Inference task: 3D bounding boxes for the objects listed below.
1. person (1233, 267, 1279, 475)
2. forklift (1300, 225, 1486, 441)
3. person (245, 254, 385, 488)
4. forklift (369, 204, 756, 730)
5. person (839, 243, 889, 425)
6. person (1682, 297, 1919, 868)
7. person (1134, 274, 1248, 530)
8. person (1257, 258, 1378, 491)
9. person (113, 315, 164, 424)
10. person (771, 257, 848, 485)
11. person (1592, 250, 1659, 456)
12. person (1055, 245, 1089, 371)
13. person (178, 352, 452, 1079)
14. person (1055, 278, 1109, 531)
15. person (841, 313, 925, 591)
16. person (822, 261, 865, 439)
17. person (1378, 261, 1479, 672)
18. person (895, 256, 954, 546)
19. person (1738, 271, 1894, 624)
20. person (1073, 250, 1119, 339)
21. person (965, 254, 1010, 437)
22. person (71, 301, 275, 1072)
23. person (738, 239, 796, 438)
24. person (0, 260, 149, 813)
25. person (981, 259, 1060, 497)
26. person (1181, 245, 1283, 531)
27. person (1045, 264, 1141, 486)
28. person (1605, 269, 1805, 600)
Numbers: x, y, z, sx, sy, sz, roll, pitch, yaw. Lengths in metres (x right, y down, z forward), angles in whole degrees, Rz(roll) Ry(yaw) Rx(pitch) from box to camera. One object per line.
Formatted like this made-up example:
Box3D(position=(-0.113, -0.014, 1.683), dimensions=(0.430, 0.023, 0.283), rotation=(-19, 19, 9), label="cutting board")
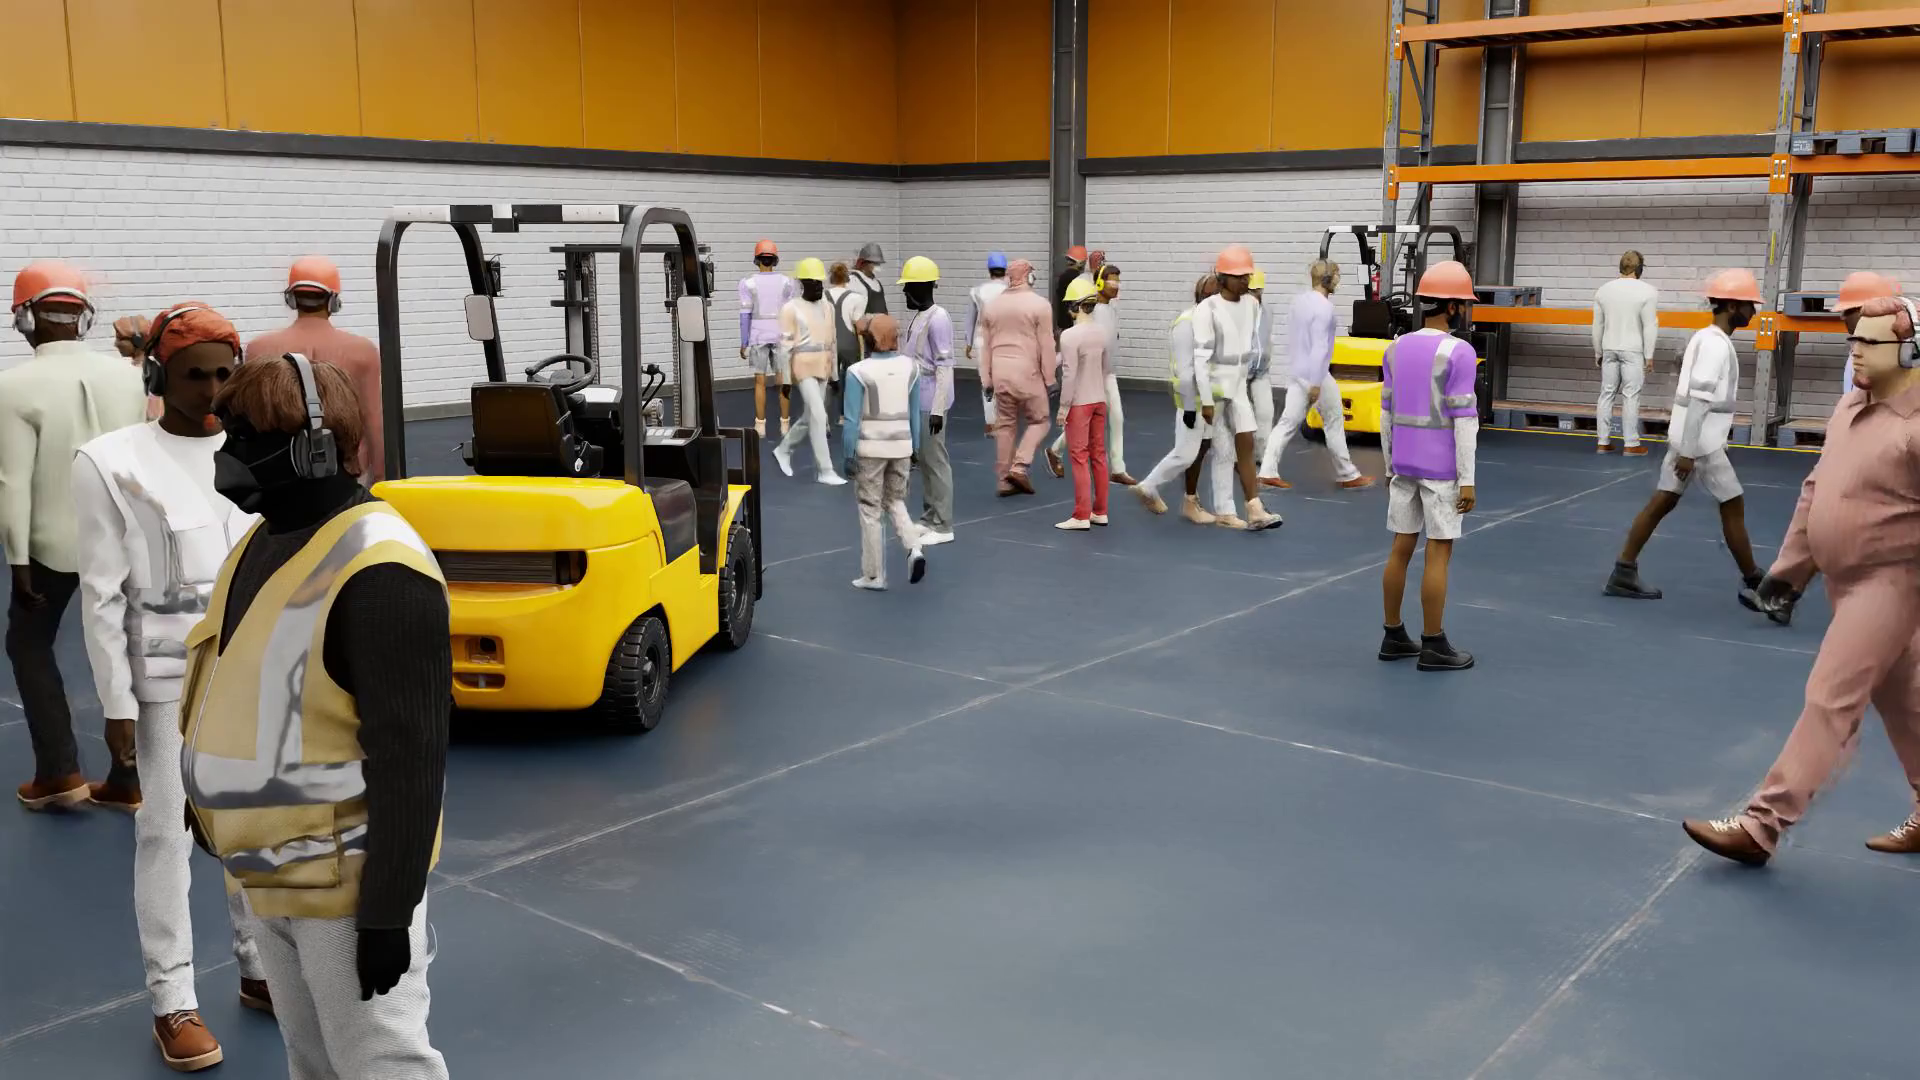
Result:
Box3D(position=(2.505, -1.440, 14.329), dimensions=(0.612, 1.802, 0.634), rotation=(-4, 11, -23), label="person")
Box3D(position=(4.449, -2.115, 16.993), dimensions=(1.214, 2.155, 2.313), rotation=(8, 13, 38), label="forklift")
Box3D(position=(-2.980, -0.336, 7.747), dimensions=(0.628, 1.972, 0.678), rotation=(-3, 11, -15), label="person")
Box3D(position=(-1.766, -0.406, 7.525), dimensions=(1.214, 2.155, 2.313), rotation=(1, 10, 7), label="forklift")
Box3D(position=(-0.966, -2.242, 18.121), dimensions=(0.905, 2.000, 0.702), rotation=(4, 11, 19), label="person")
Box3D(position=(2.892, 0.152, 5.382), dimensions=(1.003, 1.854, 0.646), rotation=(1, 10, 5), label="person")
Box3D(position=(1.652, -0.983, 11.831), dimensions=(0.813, 1.811, 0.644), rotation=(10, 14, 42), label="person")
Box3D(position=(2.867, -1.313, 13.423), dimensions=(0.987, 1.893, 0.645), rotation=(-2, 10, -10), label="person")
Box3D(position=(-4.523, -0.479, 9.514), dimensions=(0.688, 1.614, 0.534), rotation=(-6, 12, -31), label="person")
Box3D(position=(-1.299, -1.428, 14.025), dimensions=(0.886, 1.900, 0.594), rotation=(8, 13, 38), label="person")
Box3D(position=(6.290, -1.765, 15.762), dimensions=(0.376, 1.940, 0.629), rotation=(-8, 13, -38), label="person")
Box3D(position=(1.382, -2.762, 21.189), dimensions=(0.780, 1.972, 0.645), rotation=(-4, 11, -22), label="person")
Box3D(position=(-1.148, 0.588, 2.993), dimensions=(0.429, 1.845, 0.621), rotation=(-9, 14, -42), label="person")
Box3D(position=(0.849, -0.949, 11.721), dimensions=(0.328, 1.767, 0.532), rotation=(8, 13, 38), label="person")
Box3D(position=(-0.435, -0.494, 9.584), dimensions=(0.527, 1.622, 0.420), rotation=(-7, 13, -35), label="person")
Box3D(position=(-1.226, -1.900, 16.846), dimensions=(0.533, 1.825, 0.606), rotation=(2, 10, 13), label="person")
Box3D(position=(2.254, -0.350, 7.924), dimensions=(0.375, 1.935, 0.551), rotation=(-6, 12, -30), label="person")
Box3D(position=(-0.236, -0.926, 11.143), dimensions=(0.384, 1.924, 0.593), rotation=(-3, 11, -16), label="person")
Box3D(position=(4.665, -0.443, 8.622), dimensions=(1.029, 1.865, 0.539), rotation=(0, 10, -1), label="person")
Box3D(position=(1.718, -2.661, 20.811), dimensions=(0.639, 1.911, 0.406), rotation=(7, 12, 33), label="person")
Box3D(position=(0.367, -2.045, 17.482), dimensions=(0.622, 1.880, 1.034), rotation=(0, 10, 2), label="person")
Box3D(position=(-1.879, 0.352, 4.174), dimensions=(0.355, 1.887, 0.574), rotation=(7, 13, 35), label="person")
Box3D(position=(-1.987, -2.072, 17.177), dimensions=(0.605, 2.044, 0.374), rotation=(-4, 11, -20), label="person")
Box3D(position=(-3.164, 0.000, 5.905), dimensions=(0.643, 1.961, 0.622), rotation=(6, 12, 31), label="person")
Box3D(position=(0.468, -1.276, 13.208), dimensions=(0.675, 1.880, 0.409), rotation=(8, 13, 39), label="person")
Box3D(position=(1.893, -1.040, 11.598), dimensions=(0.650, 1.991, 1.031), rotation=(-7, 12, -32), label="person")
Box3D(position=(1.126, -1.387, 13.955), dimensions=(0.862, 1.845, 0.523), rotation=(9, 14, 42), label="person")
Box3D(position=(4.170, -0.562, 9.277), dimensions=(1.035, 1.878, 0.544), rotation=(3, 11, 14), label="person")
